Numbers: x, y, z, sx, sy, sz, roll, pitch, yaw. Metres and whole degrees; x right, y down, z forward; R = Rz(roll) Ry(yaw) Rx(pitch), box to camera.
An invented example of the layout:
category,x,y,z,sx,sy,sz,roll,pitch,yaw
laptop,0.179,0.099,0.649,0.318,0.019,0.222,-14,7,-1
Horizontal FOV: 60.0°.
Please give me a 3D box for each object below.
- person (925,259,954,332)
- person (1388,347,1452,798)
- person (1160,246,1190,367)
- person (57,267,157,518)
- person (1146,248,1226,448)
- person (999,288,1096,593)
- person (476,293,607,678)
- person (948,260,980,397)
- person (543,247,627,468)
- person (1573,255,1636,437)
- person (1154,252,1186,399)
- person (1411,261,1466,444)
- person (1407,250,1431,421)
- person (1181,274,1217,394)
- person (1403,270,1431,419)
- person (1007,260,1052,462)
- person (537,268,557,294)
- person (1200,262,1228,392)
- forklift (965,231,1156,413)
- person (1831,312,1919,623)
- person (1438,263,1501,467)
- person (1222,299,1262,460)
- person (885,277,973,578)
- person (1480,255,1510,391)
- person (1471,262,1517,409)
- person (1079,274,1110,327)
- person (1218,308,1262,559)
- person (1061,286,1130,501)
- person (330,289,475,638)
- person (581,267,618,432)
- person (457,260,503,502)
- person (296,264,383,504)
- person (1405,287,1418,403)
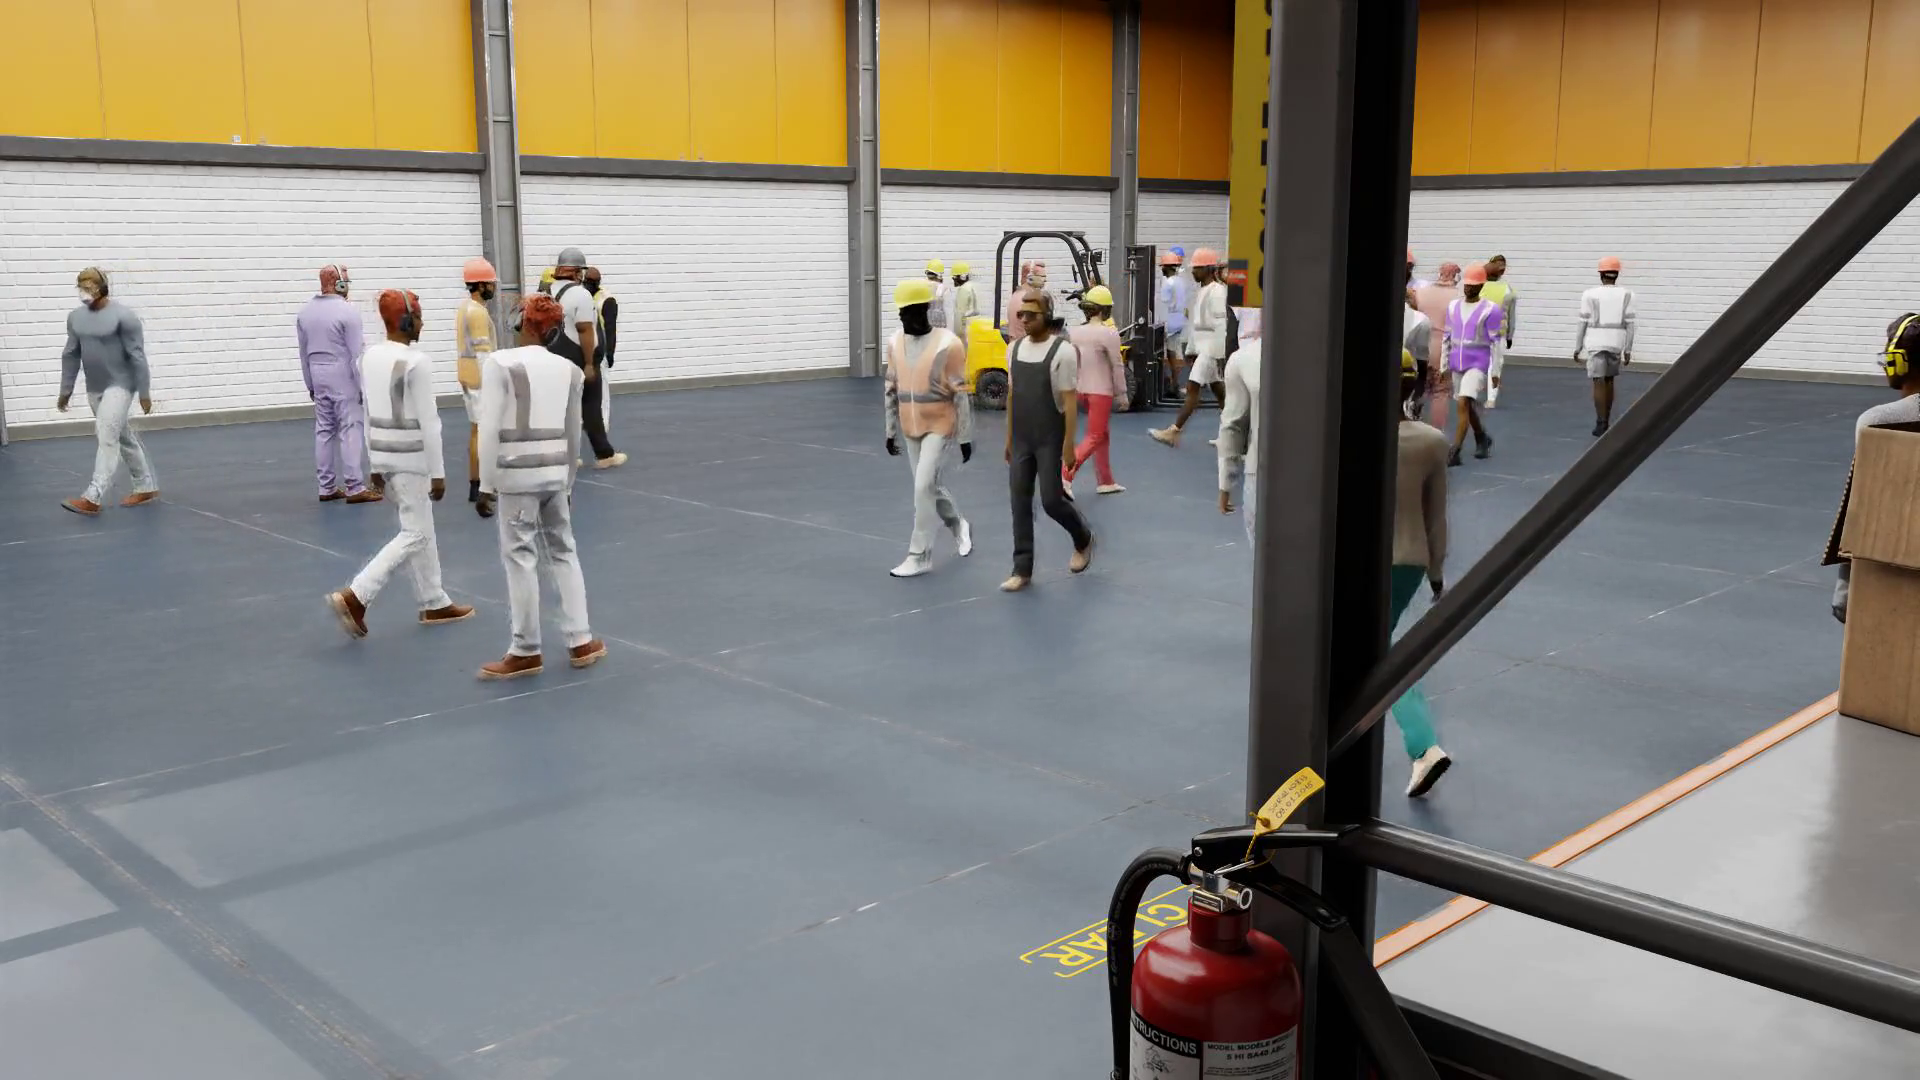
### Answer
category,x,y,z,sx,sy,sz,roll,pitch,yaw
person,-0.314,-2.670,21.269,0.593,1.833,0.404,7,12,34
person,1.683,0.097,6.446,0.560,1.724,0.840,-4,11,-22
person,3.507,-3.800,27.118,0.384,1.948,0.603,-8,13,-36
person,-6.583,-1.129,12.715,0.662,1.881,1.011,4,11,22
person,2.363,-1.907,16.655,1.018,1.991,0.641,0,10,-1
person,0.519,-0.612,10.093,0.514,1.830,0.691,8,13,39
person,-2.063,-0.258,8.081,0.351,1.857,0.669,7,12,33
person,-0.026,-2.781,21.979,0.768,1.795,0.604,1,10,4
person,-3.490,-1.665,15.224,0.694,2.000,0.605,8,13,38
person,6.875,-2.079,17.824,0.551,1.905,0.792,1,10,4
person,2.702,-2.796,21.732,0.474,1.912,0.572,7,12,33
person,4.756,-1.844,16.631,0.690,1.883,0.521,10,14,43
person,4.734,-2.121,17.778,0.623,2.013,0.512,4,11,23
person,3.367,-2.728,22.072,0.815,1.663,0.558,9,14,40
person,3.378,-1.210,13.145,0.608,1.902,1.055,4,11,22
person,0.650,-1.595,15.217,0.401,1.904,0.649,-2,11,-10
person,-4.827,-2.340,19.710,0.491,1.746,0.285,-1,10,-6
person,3.510,-2.841,22.378,0.584,1.789,1.024,-4,11,-23
forklift,1.222,-2.721,20.561,2.313,2.155,1.214,2,11,13
person,3.399,0.120,6.003,0.505,1.860,0.320,-2,11,-11
person,4.817,-1.650,15.592,0.974,1.887,0.534,-9,14,-41
person,2.782,-1.716,15.837,0.592,1.919,0.392,-4,11,-19
person,-0.169,-0.740,10.639,0.618,1.884,0.872,8,13,37
person,7.321,-2.972,22.823,0.532,1.868,0.309,-4,11,-22
person,6.567,-2.545,20.695,0.648,1.790,0.985,2,11,9
person,1.933,-2.913,23.235,0.812,1.602,0.504,9,14,40
person,1.548,-0.283,7.985,0.657,1.929,0.416,5,12,26
person,1.061,-1.191,13.480,0.838,1.732,0.524,-7,12,-33
person,-3.008,-0.401,8.849,0.584,1.859,0.835,8,13,38
person,-4.007,-2.054,18.031,0.740,1.806,0.485,7,12,32
person,-3.832,-1.270,13.392,0.482,1.932,0.560,-6,12,-28
person,-4.954,-1.246,13.307,0.652,1.906,0.403,5,12,26
person,4.495,-1.736,16.779,0.521,1.612,0.564,4,11,19
